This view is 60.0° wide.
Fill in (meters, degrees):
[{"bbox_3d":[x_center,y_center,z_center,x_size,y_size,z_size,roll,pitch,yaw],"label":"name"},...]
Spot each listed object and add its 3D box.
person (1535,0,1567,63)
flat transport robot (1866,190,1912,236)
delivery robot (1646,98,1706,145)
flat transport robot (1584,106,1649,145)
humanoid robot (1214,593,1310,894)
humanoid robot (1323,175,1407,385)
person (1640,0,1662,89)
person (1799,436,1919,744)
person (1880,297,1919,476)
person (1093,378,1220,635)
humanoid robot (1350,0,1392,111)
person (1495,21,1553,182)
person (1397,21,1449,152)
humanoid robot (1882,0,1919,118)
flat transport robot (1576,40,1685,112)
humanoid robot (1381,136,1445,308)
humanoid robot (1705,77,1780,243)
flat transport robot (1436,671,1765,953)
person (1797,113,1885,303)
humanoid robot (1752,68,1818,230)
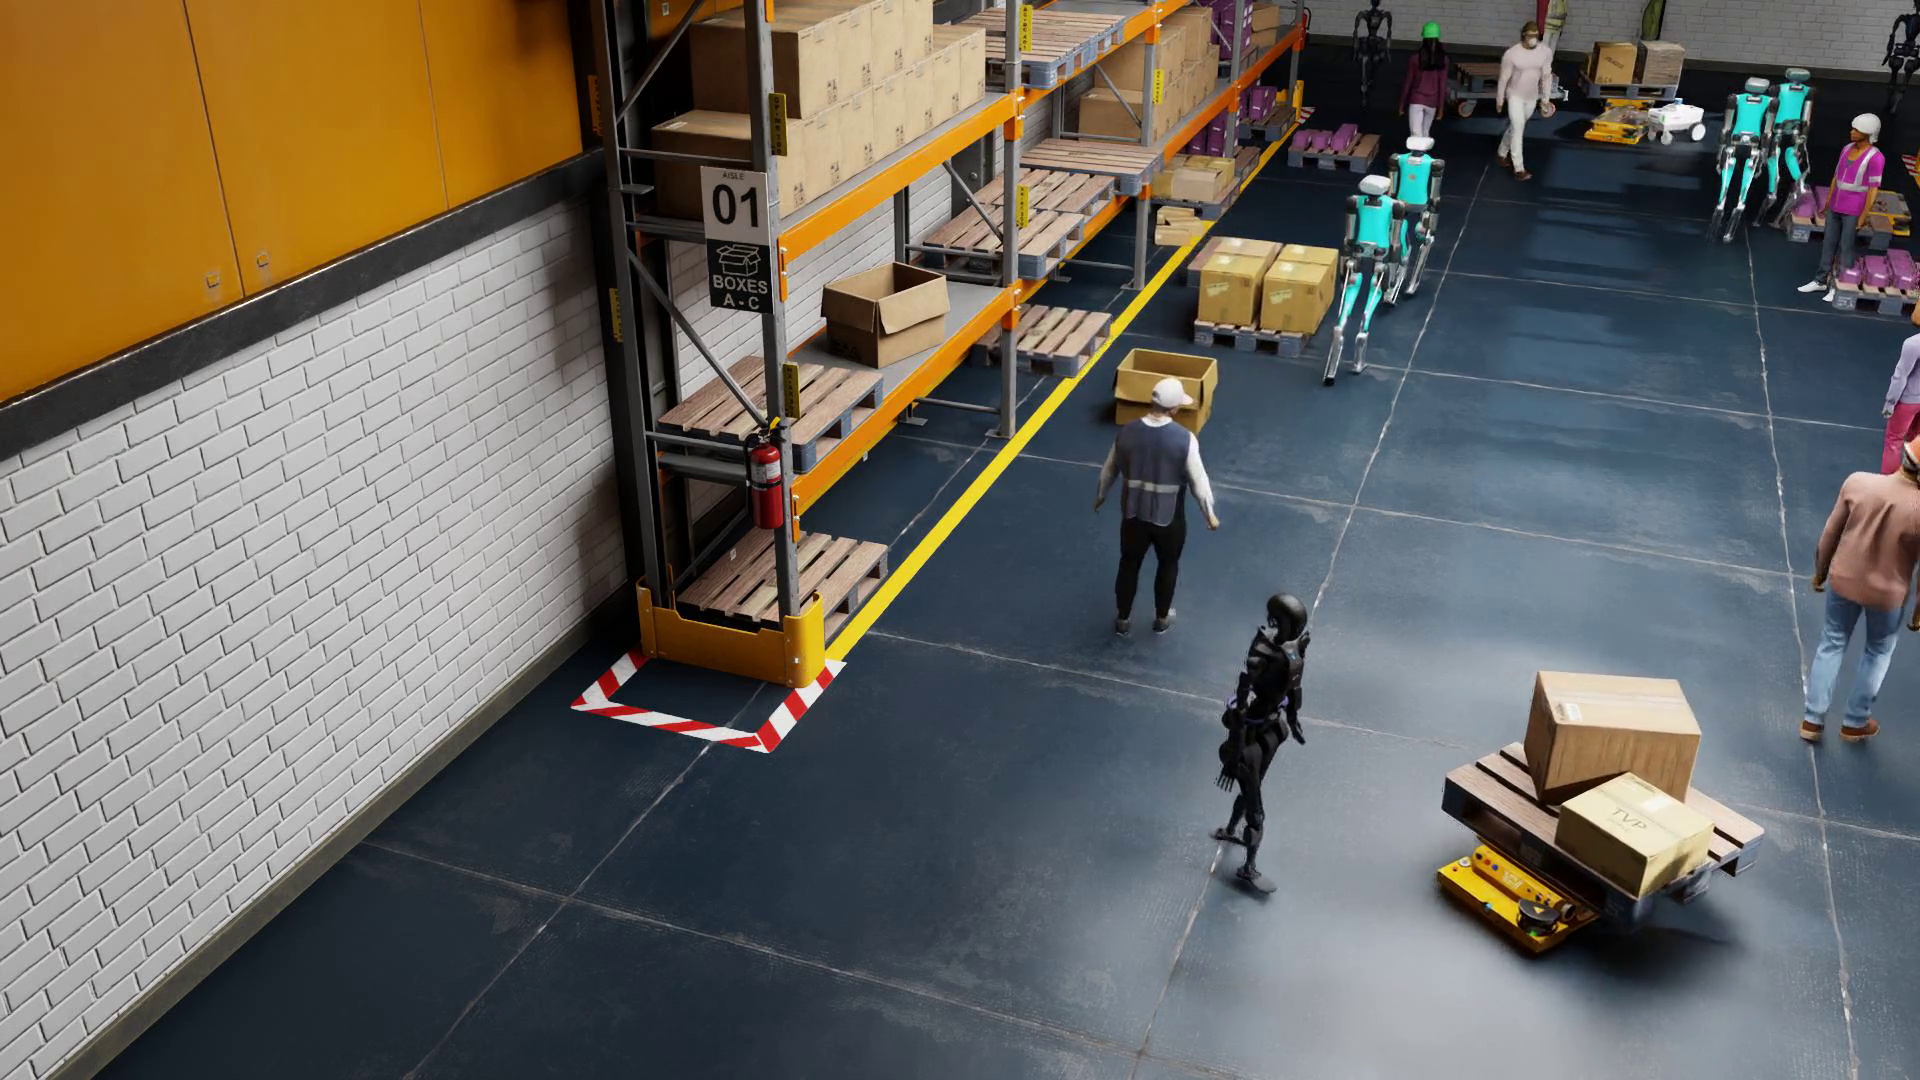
[{"bbox_3d":[8.815,-7.639,24.866,0.628,1.834,0.430,-22,35,-36],"label":"person"},{"bbox_3d":[10.482,-3.785,19.092,0.659,0.231,1.431,10,29,19],"label":"flat transport robot"},{"bbox_3d":[9.624,-5.640,22.370,0.735,0.587,0.524,-9,29,-18],"label":"delivery robot"},{"bbox_3d":[9.082,-5.676,22.761,0.659,0.231,1.431,17,32,29],"label":"flat transport robot"},{"bbox_3d":[1.528,0.971,8.352,0.579,1.639,0.608,24,36,38],"label":"humanoid robot"},{"bbox_3d":[3.450,-2.171,14.464,0.548,1.878,0.815,16,32,29],"label":"humanoid robot"},{"bbox_3d":[10.291,-7.547,24.895,0.281,1.636,0.499,5,28,9],"label":"person"},{"bbox_3d":[5.133,0.287,9.380,0.370,1.976,0.648,-24,36,-39],"label":"person"},{"bbox_3d":[7.020,-1.031,12.269,0.498,1.628,0.289,-10,29,-19],"label":"person"},{"bbox_3d":[1.222,-0.186,10.514,0.827,1.736,0.518,11,29,21],"label":"person"},{"bbox_3d":[5.928,-7.072,23.995,0.589,1.651,0.756,1,27,2],"label":"humanoid robot"},{"bbox_3d":[6.964,-5.483,20.640,0.628,1.885,1.070,-5,28,-10],"label":"person"},{"bbox_3d":[5.674,-5.379,20.413,0.513,1.892,1.033,0,27,0],"label":"person"},{"bbox_3d":[13.414,-6.859,23.534,0.593,1.636,0.656,23,35,37],"label":"humanoid robot"},{"bbox_3d":[9.646,-6.425,24.214,0.659,0.231,1.431,4,28,8],"label":"flat transport robot"},{"bbox_3d":[4.427,-3.101,16.177,0.531,1.732,1.044,15,31,26],"label":"humanoid robot"},{"bbox_3d":[8.438,-4.021,18.001,0.535,1.847,0.644,12,29,21],"label":"humanoid robot"},{"bbox_3d":[3.215,1.632,8.586,1.431,0.231,0.659,-16,31,-28],"label":"flat transport robot"},{"bbox_3d":[8.725,-3.270,16.372,0.322,1.845,0.526,-9,29,-17],"label":"person"},{"bbox_3d":[9.197,-4.264,18.439,0.558,1.759,0.871,0,27,1],"label":"humanoid robot"}]
